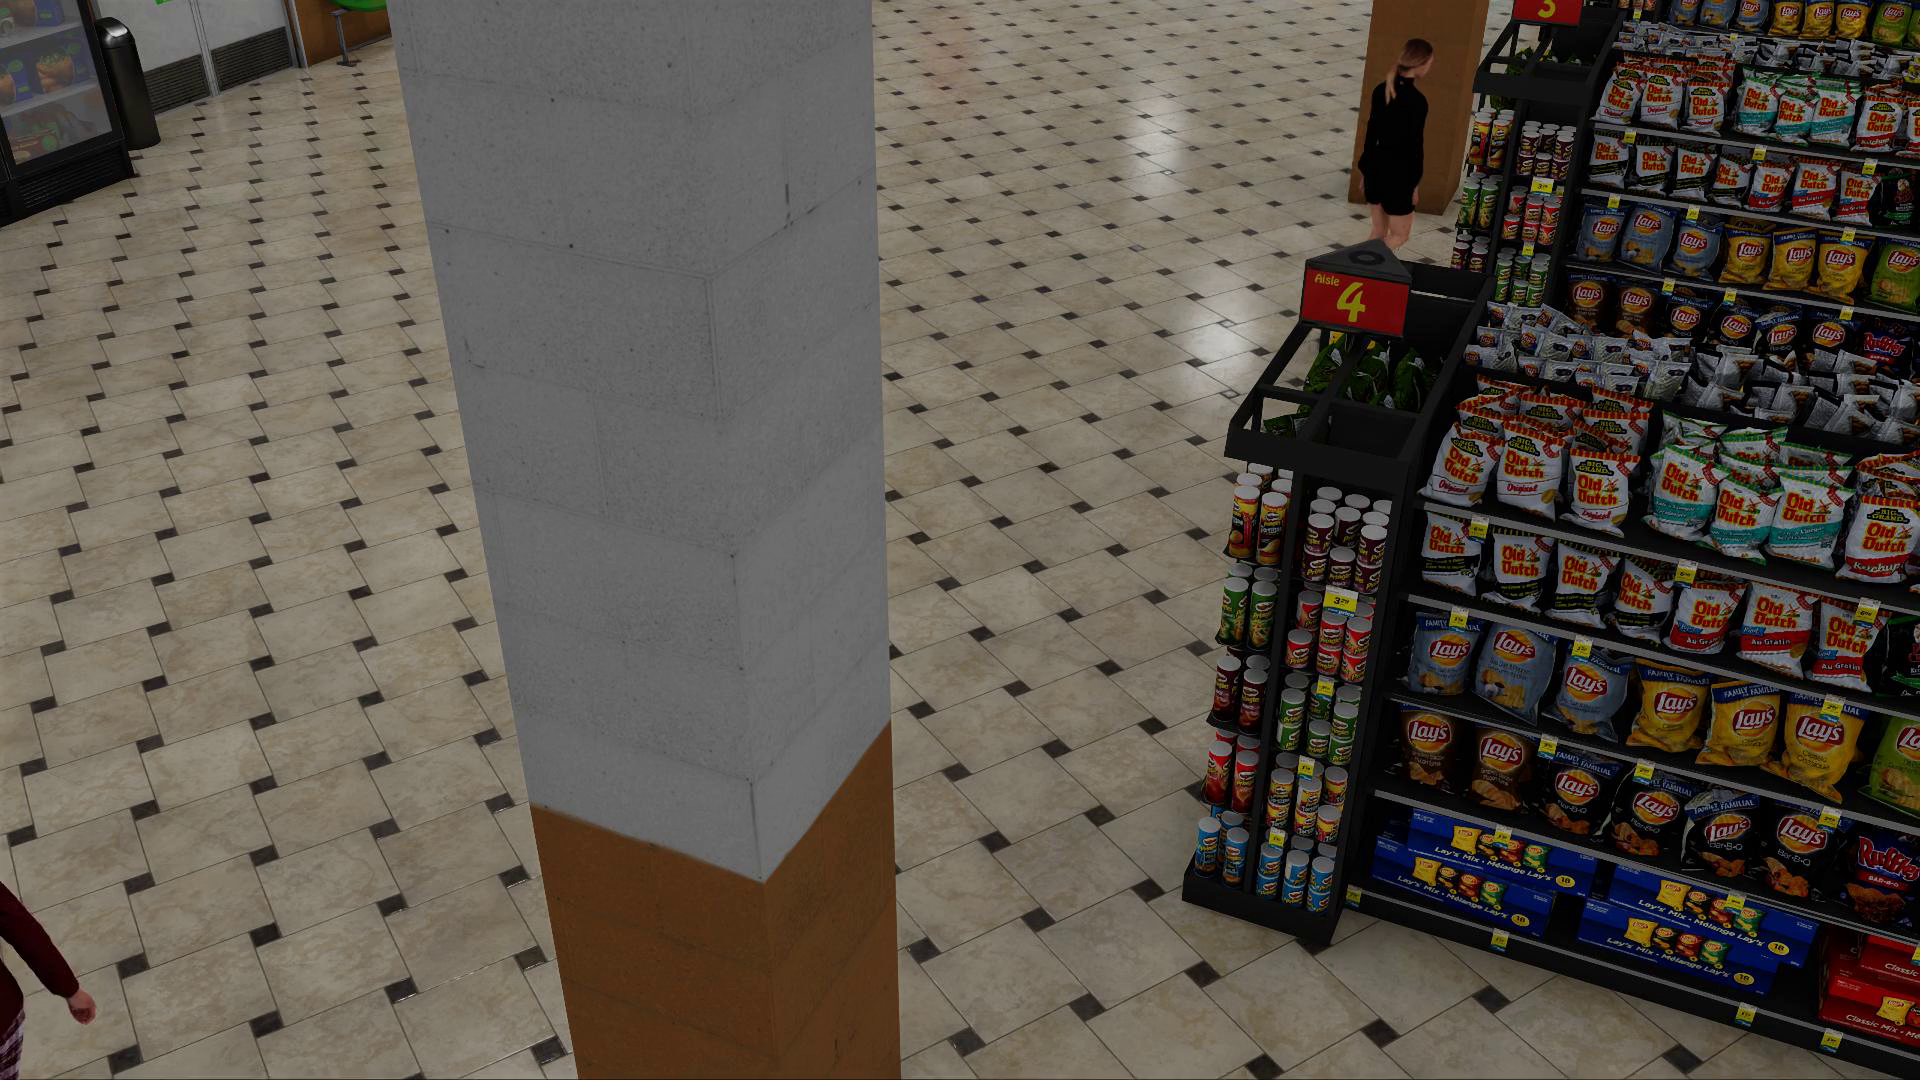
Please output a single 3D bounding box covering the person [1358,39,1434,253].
[{"bbox_3d":[2.556,-2.119,10.047,0.904,1.747,0.918,-25,40,-34],"label":"person"}]
